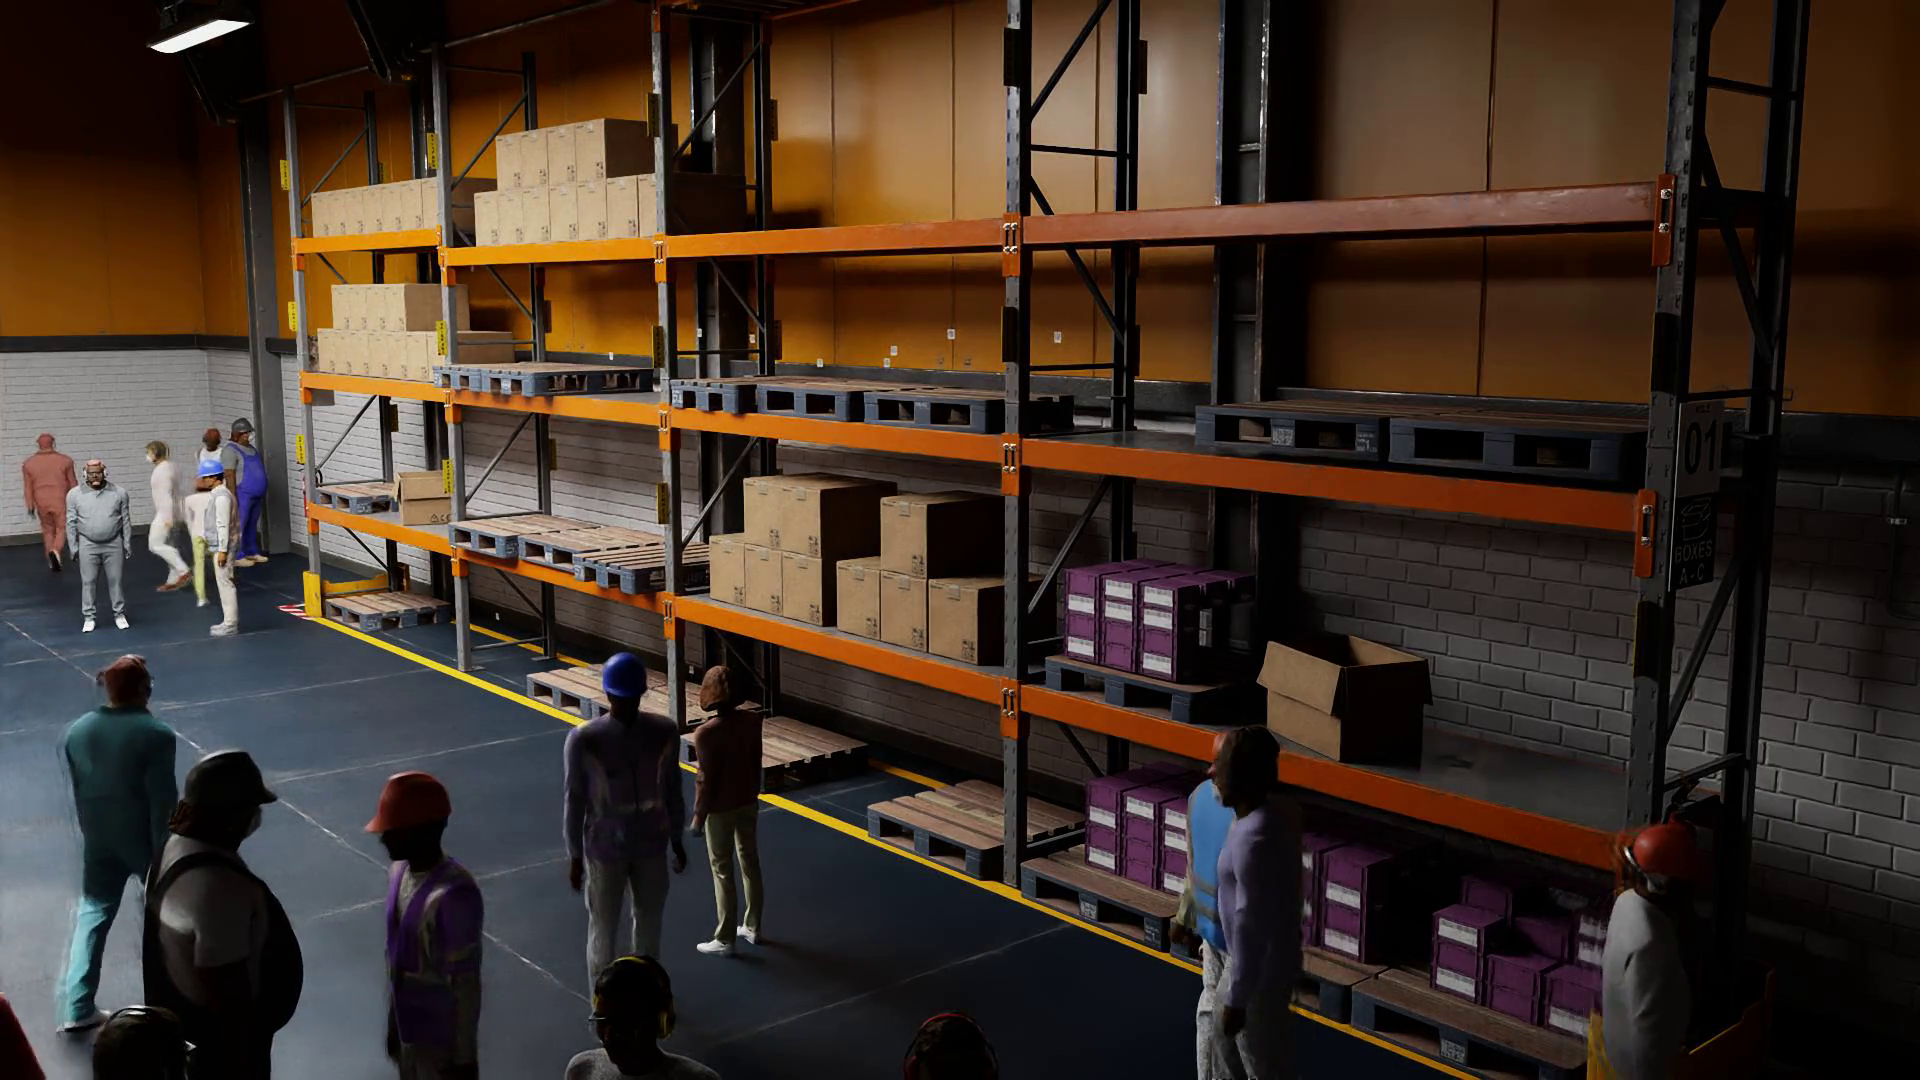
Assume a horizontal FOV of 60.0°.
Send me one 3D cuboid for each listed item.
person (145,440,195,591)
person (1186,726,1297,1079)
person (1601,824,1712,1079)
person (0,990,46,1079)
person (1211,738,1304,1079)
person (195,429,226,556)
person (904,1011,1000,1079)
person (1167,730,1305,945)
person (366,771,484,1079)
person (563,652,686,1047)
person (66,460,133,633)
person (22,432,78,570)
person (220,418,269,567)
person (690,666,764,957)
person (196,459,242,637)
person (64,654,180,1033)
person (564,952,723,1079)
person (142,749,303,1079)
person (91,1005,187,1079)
[{"bbox_3d":[-9.946,-0.295,20.810,0.447,1.919,0.620,-3,9,-20],"label":"person"},{"bbox_3d":[1.234,1.704,7.192,0.429,1.842,0.633,-4,9,-23],"label":"person"},{"bbox_3d":[2.524,1.889,6.288,0.683,1.725,0.579,2,9,16],"label":"person"},{"bbox_3d":[-3.765,1.767,6.288,0.524,1.971,0.621,0,8,2],"label":"person"},{"bbox_3d":[1.246,1.749,6.700,0.839,1.909,0.668,2,8,14],"label":"person"},{"bbox_3d":[-10.562,-0.672,23.664,0.595,1.848,0.538,1,8,5],"label":"person"},{"bbox_3d":[-0.021,2.105,4.383,0.564,1.846,0.392,0,8,-3],"label":"person"},{"bbox_3d":[1.243,1.705,7.616,0.567,1.709,0.751,-6,10,-38],"label":"person"},{"bbox_3d":[-1.972,1.801,6.187,0.547,1.938,0.360,8,11,44],"label":"person"},{"bbox_3d":[-1.649,1.504,8.239,0.615,1.946,0.406,-5,9,-29],"label":"person"},{"bbox_3d":[-9.502,0.060,18.388,0.651,1.906,0.409,-5,10,-31],"label":"person"},{"bbox_3d":[-12.252,-0.508,22.415,0.650,1.884,0.702,-1,8,-10],"label":"person"},{"bbox_3d":[-9.830,-0.665,22.966,0.538,2.000,0.688,1,8,6],"label":"person"},{"bbox_3d":[-1.298,1.504,9.296,0.278,1.633,0.497,6,10,37],"label":"person"},{"bbox_3d":[-8.079,0.079,18.185,0.420,1.932,0.621,-4,9,-27],"label":"person"},{"bbox_3d":[-4.250,1.509,8.528,0.662,1.849,1.032,2,8,11],"label":"person"},{"bbox_3d":[-0.891,2.055,4.652,0.526,1.871,0.324,2,8,13],"label":"person"},{"bbox_3d":[-2.704,1.754,6.155,0.537,2.000,0.698,-7,11,-40],"label":"person"},{"bbox_3d":[-2.026,2.102,4.146,0.628,1.928,0.384,2,8,14],"label":"person"}]
